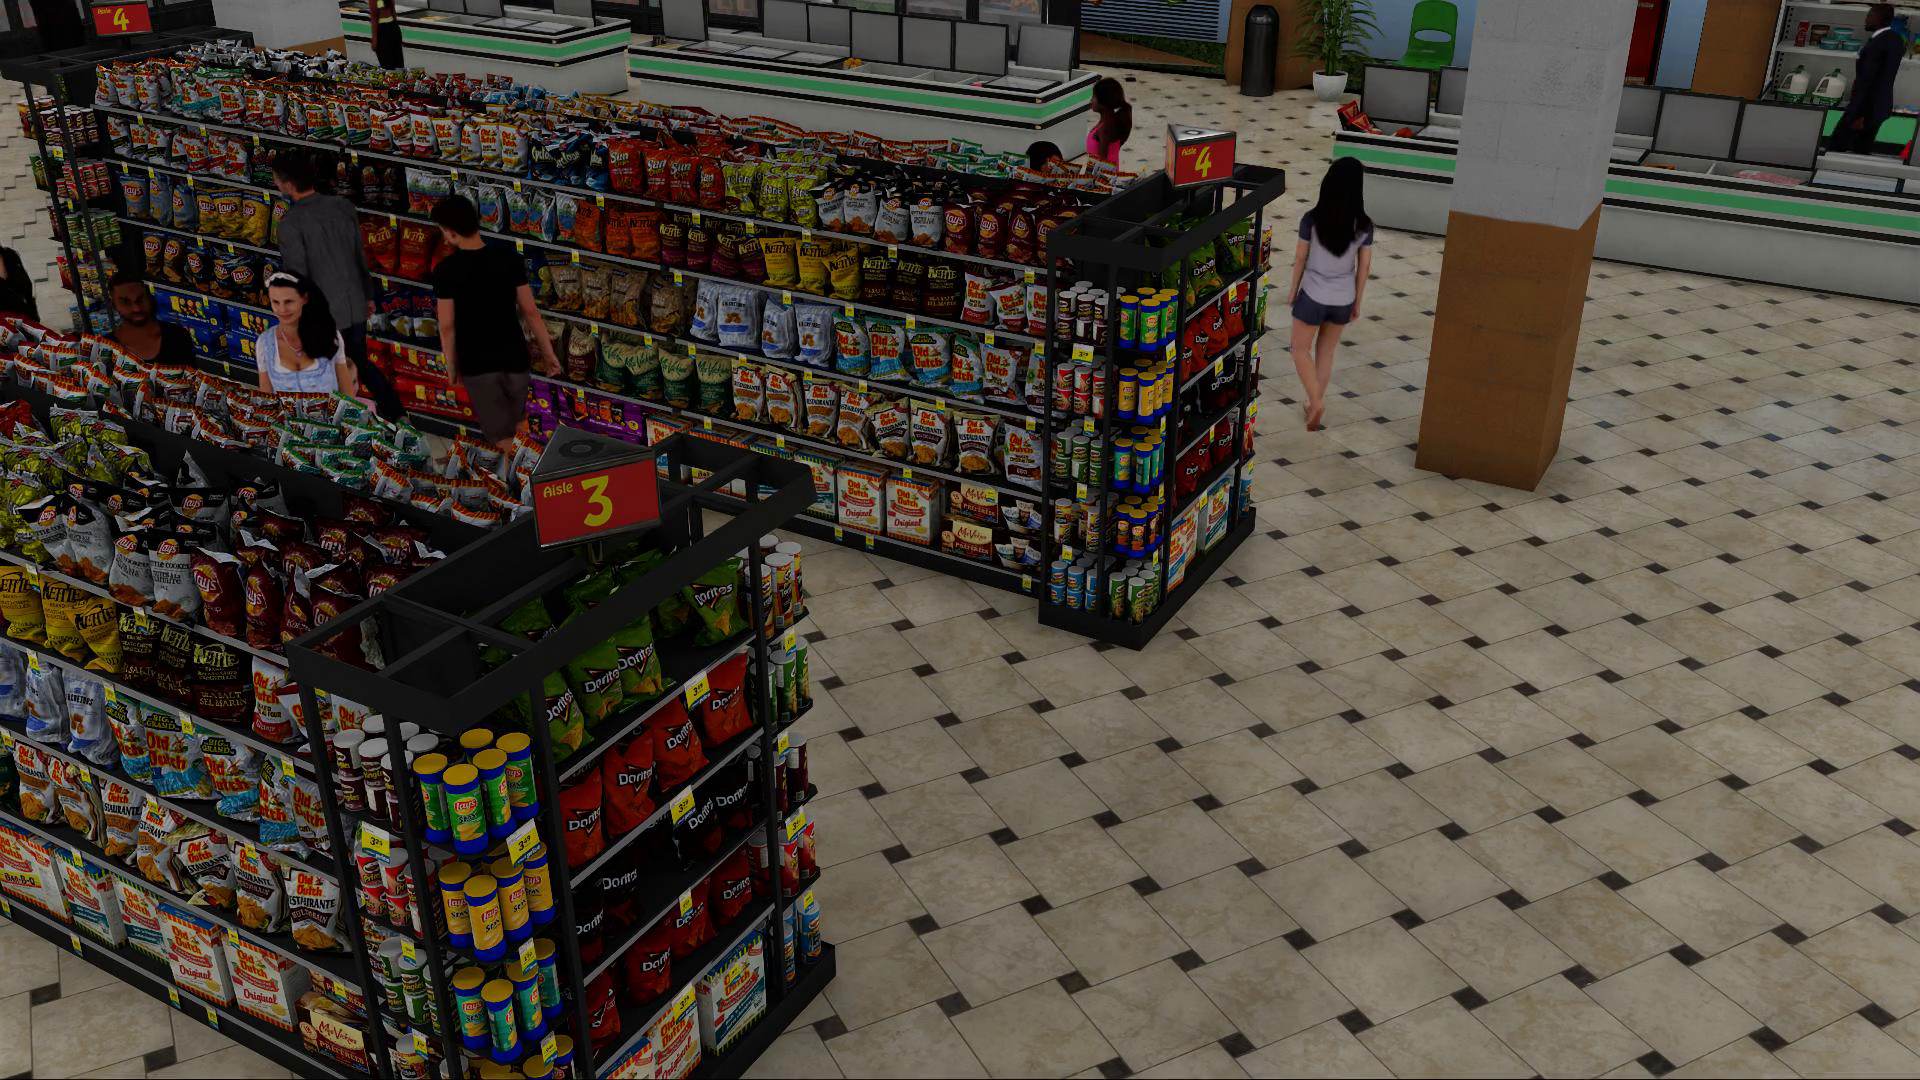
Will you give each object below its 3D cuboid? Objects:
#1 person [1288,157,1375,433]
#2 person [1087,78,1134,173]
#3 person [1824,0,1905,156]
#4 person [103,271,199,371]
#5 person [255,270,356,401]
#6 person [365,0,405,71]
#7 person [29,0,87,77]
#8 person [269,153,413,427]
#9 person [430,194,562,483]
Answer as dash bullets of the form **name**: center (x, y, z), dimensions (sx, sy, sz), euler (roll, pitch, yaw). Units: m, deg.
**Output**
- **person**: center (2.216, -1.428, 10.017), dimensions (0.924, 1.685, 0.918), euler (-1, 27, -1)
- **person**: center (1.138, -2.464, 12.026), dimensions (0.690, 1.715, 0.668), euler (6, 27, 12)
- **person**: center (7.846, -3.643, 14.247), dimensions (0.784, 1.808, 0.771), euler (-19, 32, -32)
- **person**: center (-3.820, -0.440, 7.965), dimensions (0.902, 1.778, 1.086), euler (-19, 32, -32)
- **person**: center (-3.023, -0.399, 7.842), dimensions (0.860, 1.816, 0.919), euler (-7, 28, -14)
- **person**: center (-6.065, -5.324, 17.623), dimensions (0.551, 1.754, 0.598), euler (10, 28, 18)
- **person**: center (-9.028, -4.876, 16.668), dimensions (1.166, 1.819, 0.951), euler (5, 27, 9)
- **person**: center (-3.540, -1.297, 9.574), dimensions (0.898, 1.850, 0.748), euler (18, 32, 31)
- **person**: center (-2.440, -0.875, 8.798), dimensions (1.052, 1.801, 1.268), euler (-16, 31, -29)
